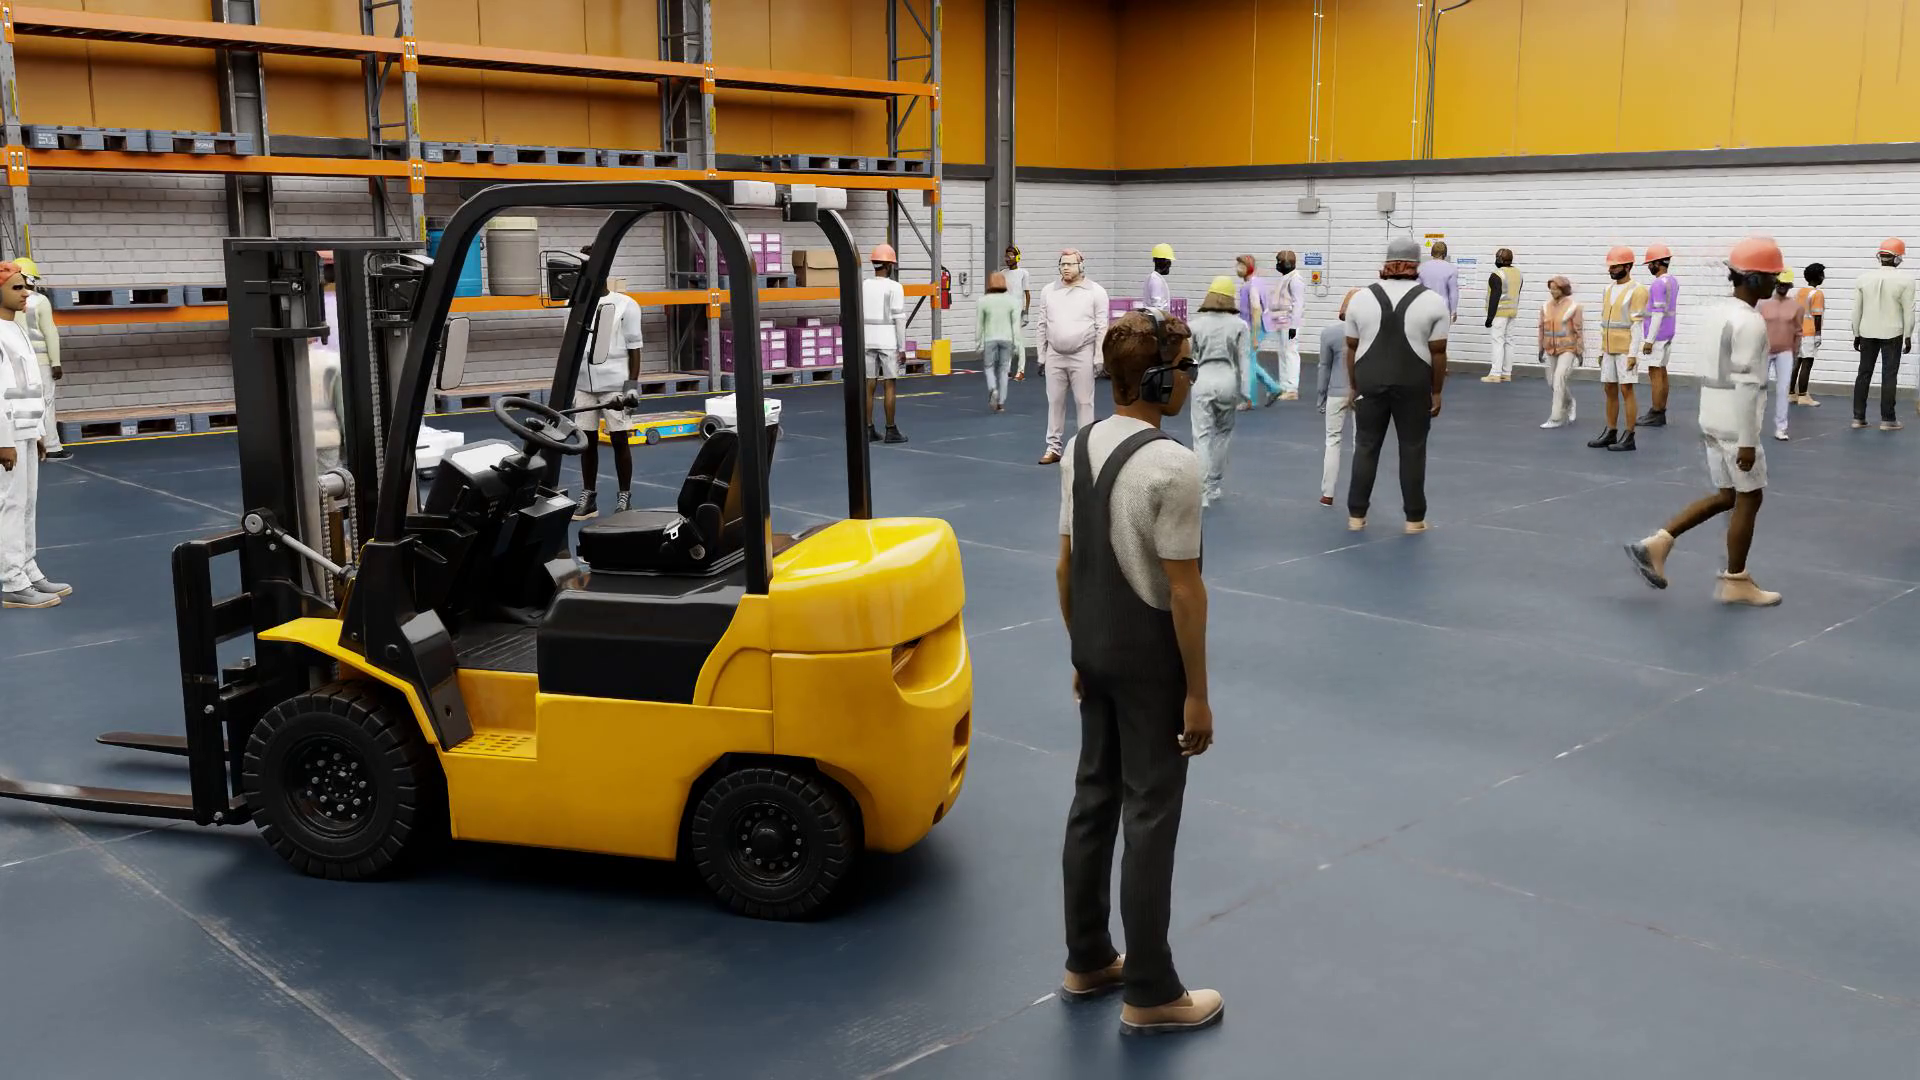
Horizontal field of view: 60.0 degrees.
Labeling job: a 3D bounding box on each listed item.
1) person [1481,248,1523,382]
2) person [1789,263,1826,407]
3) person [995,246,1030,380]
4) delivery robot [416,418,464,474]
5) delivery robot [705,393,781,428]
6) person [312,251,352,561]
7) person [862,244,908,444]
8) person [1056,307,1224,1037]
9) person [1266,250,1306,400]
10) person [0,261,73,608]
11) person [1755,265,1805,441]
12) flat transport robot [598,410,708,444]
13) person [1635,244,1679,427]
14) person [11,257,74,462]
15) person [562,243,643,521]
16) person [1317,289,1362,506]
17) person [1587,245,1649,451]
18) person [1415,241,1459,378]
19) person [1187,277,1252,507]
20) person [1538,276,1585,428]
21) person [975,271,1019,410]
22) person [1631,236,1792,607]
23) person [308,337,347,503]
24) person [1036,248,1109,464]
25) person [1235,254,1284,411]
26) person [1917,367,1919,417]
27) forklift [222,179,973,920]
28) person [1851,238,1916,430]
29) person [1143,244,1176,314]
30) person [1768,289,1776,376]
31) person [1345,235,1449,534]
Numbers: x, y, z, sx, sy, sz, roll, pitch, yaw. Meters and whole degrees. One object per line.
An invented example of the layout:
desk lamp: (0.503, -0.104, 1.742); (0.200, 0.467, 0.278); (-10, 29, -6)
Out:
person: (7.465, -3.094, 22.962); (0.622, 1.845, 0.429); (-8, 13, -38)
person: (10.073, -2.435, 19.762); (0.317, 1.695, 0.540); (0, 10, -2)
person: (0.736, -3.172, 23.308); (0.532, 1.870, 0.316); (7, 13, 35)
delivery robot: (-4.345, -0.738, 13.368); (0.477, 0.478, 0.707); (7, 12, 33)
delivery robot: (-2.122, -1.276, 16.303); (0.707, 0.478, 0.477); (4, 11, 19)
person: (-3.742, -0.782, 9.925); (0.619, 2.012, 0.791); (1, 10, 4)
person: (-0.754, -1.911, 16.251); (0.551, 1.932, 0.377); (6, 12, 29)
person: (0.455, 0.337, 4.240); (0.333, 1.844, 0.514); (-7, 12, -33)
person: (4.021, -2.646, 20.525); (0.429, 1.840, 0.627); (-1, 10, -6)
person: (-5.158, -0.571, 9.091); (0.355, 1.882, 0.576); (-3, 11, -15)
person: (8.187, -1.902, 16.747); (0.513, 1.731, 0.851); (3, 11, 15)
flat transport robot: (-2.978, -1.129, 16.529); (0.652, 0.197, 1.431); (10, 14, 43)
person: (7.386, -2.167, 17.669); (0.374, 1.928, 0.542); (8, 13, 37)
person: (-8.315, -1.606, 14.891); (0.589, 1.825, 0.403); (1, 10, 7)
person: (-2.542, -1.103, 11.764); (0.603, 1.966, 0.368); (3, 11, 14)
person: (2.919, -1.052, 12.417); (0.504, 1.627, 0.291); (2, 11, 10)
person: (6.195, -1.803, 15.685); (0.382, 1.932, 0.541); (-4, 11, -19)
person: (6.768, -3.267, 23.636); (0.635, 1.938, 0.359); (7, 13, 35)
person: (1.891, -1.124, 12.558); (0.608, 1.698, 0.768); (1, 10, 8)
person: (6.410, -1.996, 17.618); (0.710, 1.608, 0.551); (-7, 12, -32)
person: (0.437, -2.272, 19.103); (0.509, 1.621, 0.549); (-1, 10, -6)
person: (4.142, -0.631, 9.042); (0.693, 2.022, 0.620); (1, 10, 7)
person: (-3.805, -0.555, 9.709); (0.527, 1.627, 0.579); (-4, 11, -20)
person: (0.966, -1.602, 14.649); (0.649, 1.907, 0.409); (4, 11, 20)
person: (3.436, -2.385, 19.191); (0.604, 1.816, 0.619); (0, 10, 2)
person: (6.771, -0.959, 11.101); (0.448, 1.916, 0.650); (-9, 14, -41)
forklift: (-1.114, -0.058, 5.440); (2.313, 2.155, 1.214); (2, 11, 13)
person: (9.655, -2.151, 17.397); (0.381, 1.994, 0.614); (-8, 13, -39)
person: (2.283, -2.435, 19.137); (0.373, 1.923, 0.593); (0, 10, 3)
person: (8.631, -2.215, 18.148); (0.511, 1.853, 0.419); (-2, 11, -8)
person: (2.990, -1.074, 11.398); (0.690, 2.000, 0.537); (4, 11, 23)
